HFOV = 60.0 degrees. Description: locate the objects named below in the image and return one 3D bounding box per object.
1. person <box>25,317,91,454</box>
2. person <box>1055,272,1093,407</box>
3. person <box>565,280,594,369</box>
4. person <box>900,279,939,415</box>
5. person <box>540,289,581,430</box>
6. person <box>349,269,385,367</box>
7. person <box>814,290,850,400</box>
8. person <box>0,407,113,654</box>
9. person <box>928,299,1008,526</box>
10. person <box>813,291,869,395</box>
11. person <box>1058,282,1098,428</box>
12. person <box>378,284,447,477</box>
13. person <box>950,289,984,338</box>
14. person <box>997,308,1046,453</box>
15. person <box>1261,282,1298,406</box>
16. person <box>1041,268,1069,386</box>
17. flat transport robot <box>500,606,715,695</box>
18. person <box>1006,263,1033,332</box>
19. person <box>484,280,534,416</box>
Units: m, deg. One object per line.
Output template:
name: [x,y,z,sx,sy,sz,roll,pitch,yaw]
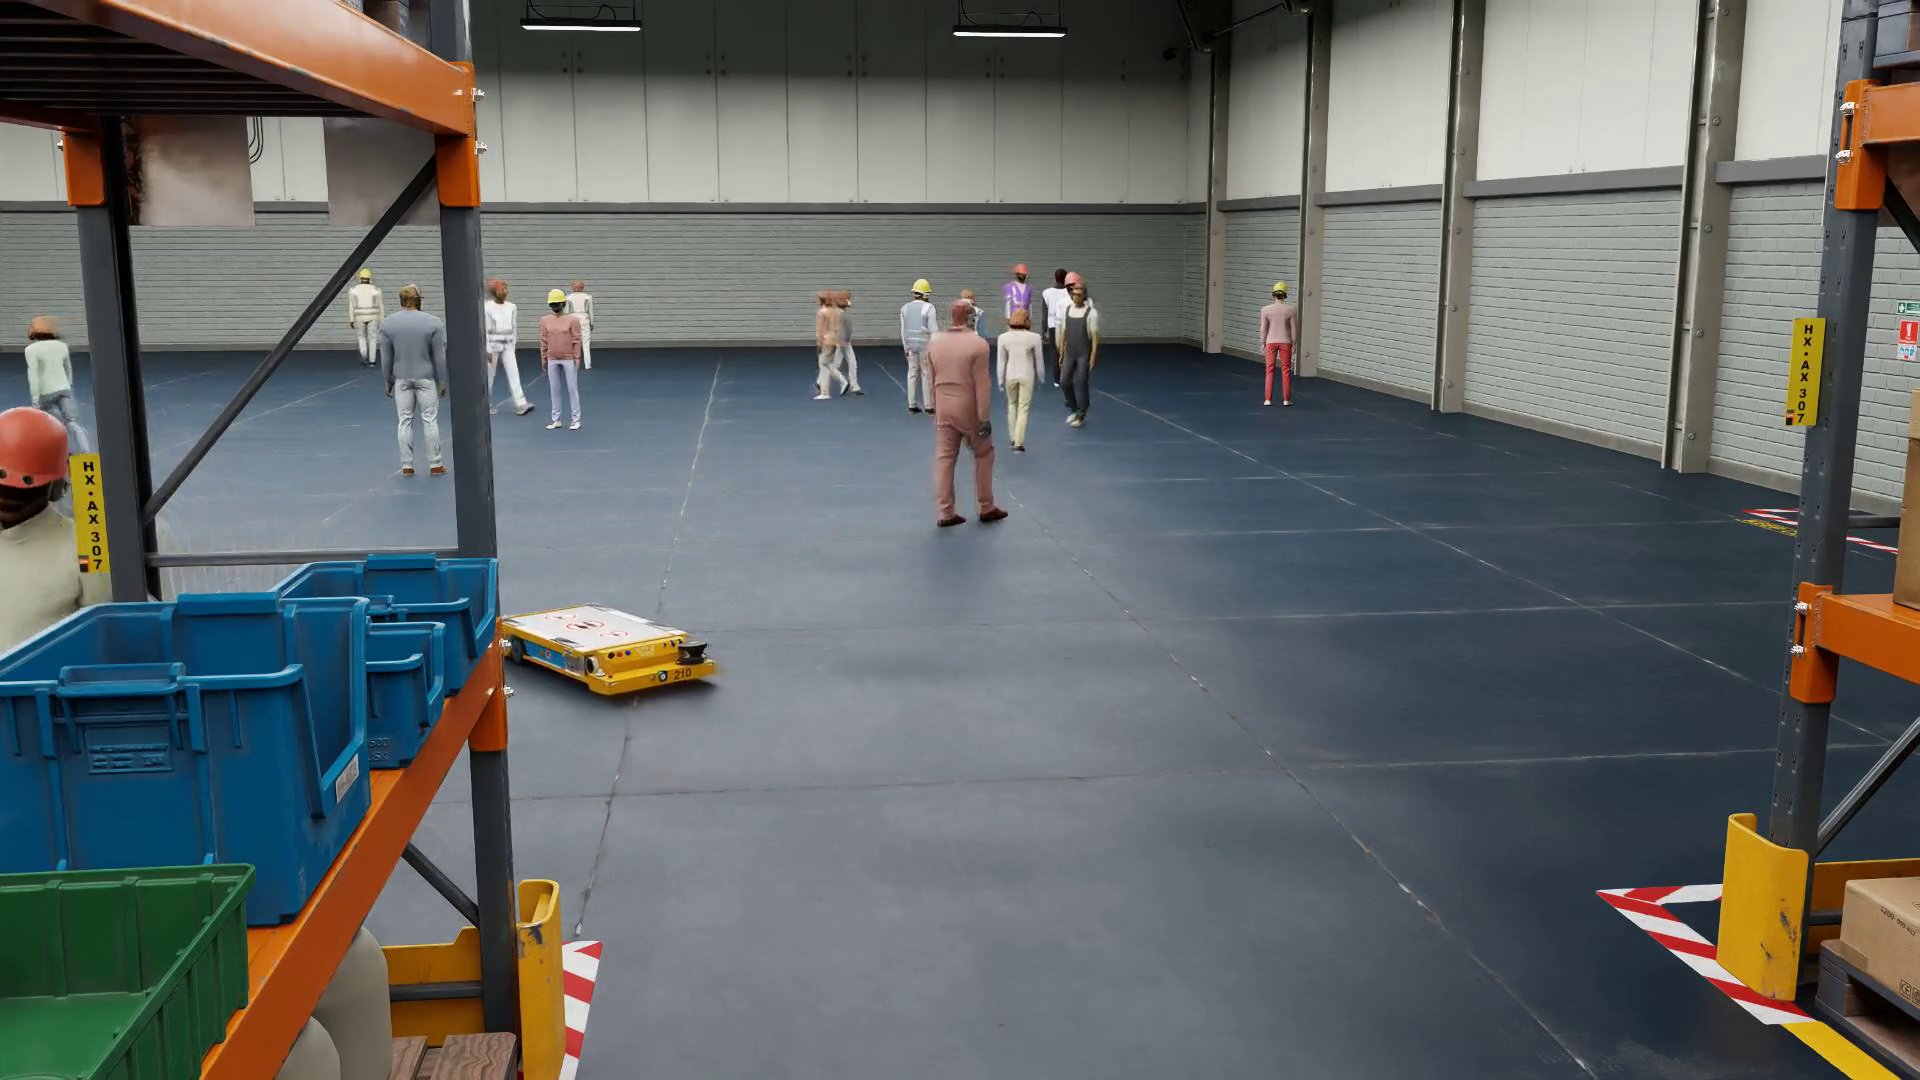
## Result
person: [-9.335,-1.496,17.140,0.873,1.584,0.542,5,12,27]
person: [1.610,-2.793,23.327,0.565,1.917,0.589,-2,10,-9]
person: [-6.912,-3.914,30.261,0.510,1.629,0.315,-1,10,-7]
person: [-0.517,-2.612,22.559,0.589,1.834,0.403,7,13,35]
person: [-4.993,-2.250,20.787,0.522,1.761,0.332,1,10,6]
person: [-11.028,-4.139,30.980,0.616,1.810,0.550,-3,11,-15]
person: [-1.925,-2.874,24.558,0.436,1.628,0.518,3,11,16]
person: [-2.727,0.541,5.025,0.632,1.930,1.047,5,12,26]
person: [0.096,-1.071,13.960,0.673,1.881,0.785,8,13,37]
person: [-1.833,-2.989,25.265,0.803,1.601,0.510,2,10,9]
person: [1.474,-2.327,21.001,0.549,1.831,0.408,5,12,28]
person: [-5.470,-1.590,16.680,0.629,1.937,0.376,-1,10,-6]
person: [0.104,-2.913,24.764,0.530,1.624,0.365,-2,11,-11]
person: [0.706,-1.801,18.745,0.508,1.607,0.744,3,11,18]
person: [4.537,-2.781,23.674,0.522,1.769,0.311,3,11,14]
person: [1.600,-3.400,26.687,0.594,1.904,0.512,0,10,2]
flat transport robot: [-2.048,0.584,9.324,0.652,0.197,1.431,-9,14,-41]
person: [1.097,-4.227,31.186,0.563,1.920,0.682,-4,11,-19]
person: [-6.168,-2.577,22.395,1.023,1.821,0.601,9,14,41]
